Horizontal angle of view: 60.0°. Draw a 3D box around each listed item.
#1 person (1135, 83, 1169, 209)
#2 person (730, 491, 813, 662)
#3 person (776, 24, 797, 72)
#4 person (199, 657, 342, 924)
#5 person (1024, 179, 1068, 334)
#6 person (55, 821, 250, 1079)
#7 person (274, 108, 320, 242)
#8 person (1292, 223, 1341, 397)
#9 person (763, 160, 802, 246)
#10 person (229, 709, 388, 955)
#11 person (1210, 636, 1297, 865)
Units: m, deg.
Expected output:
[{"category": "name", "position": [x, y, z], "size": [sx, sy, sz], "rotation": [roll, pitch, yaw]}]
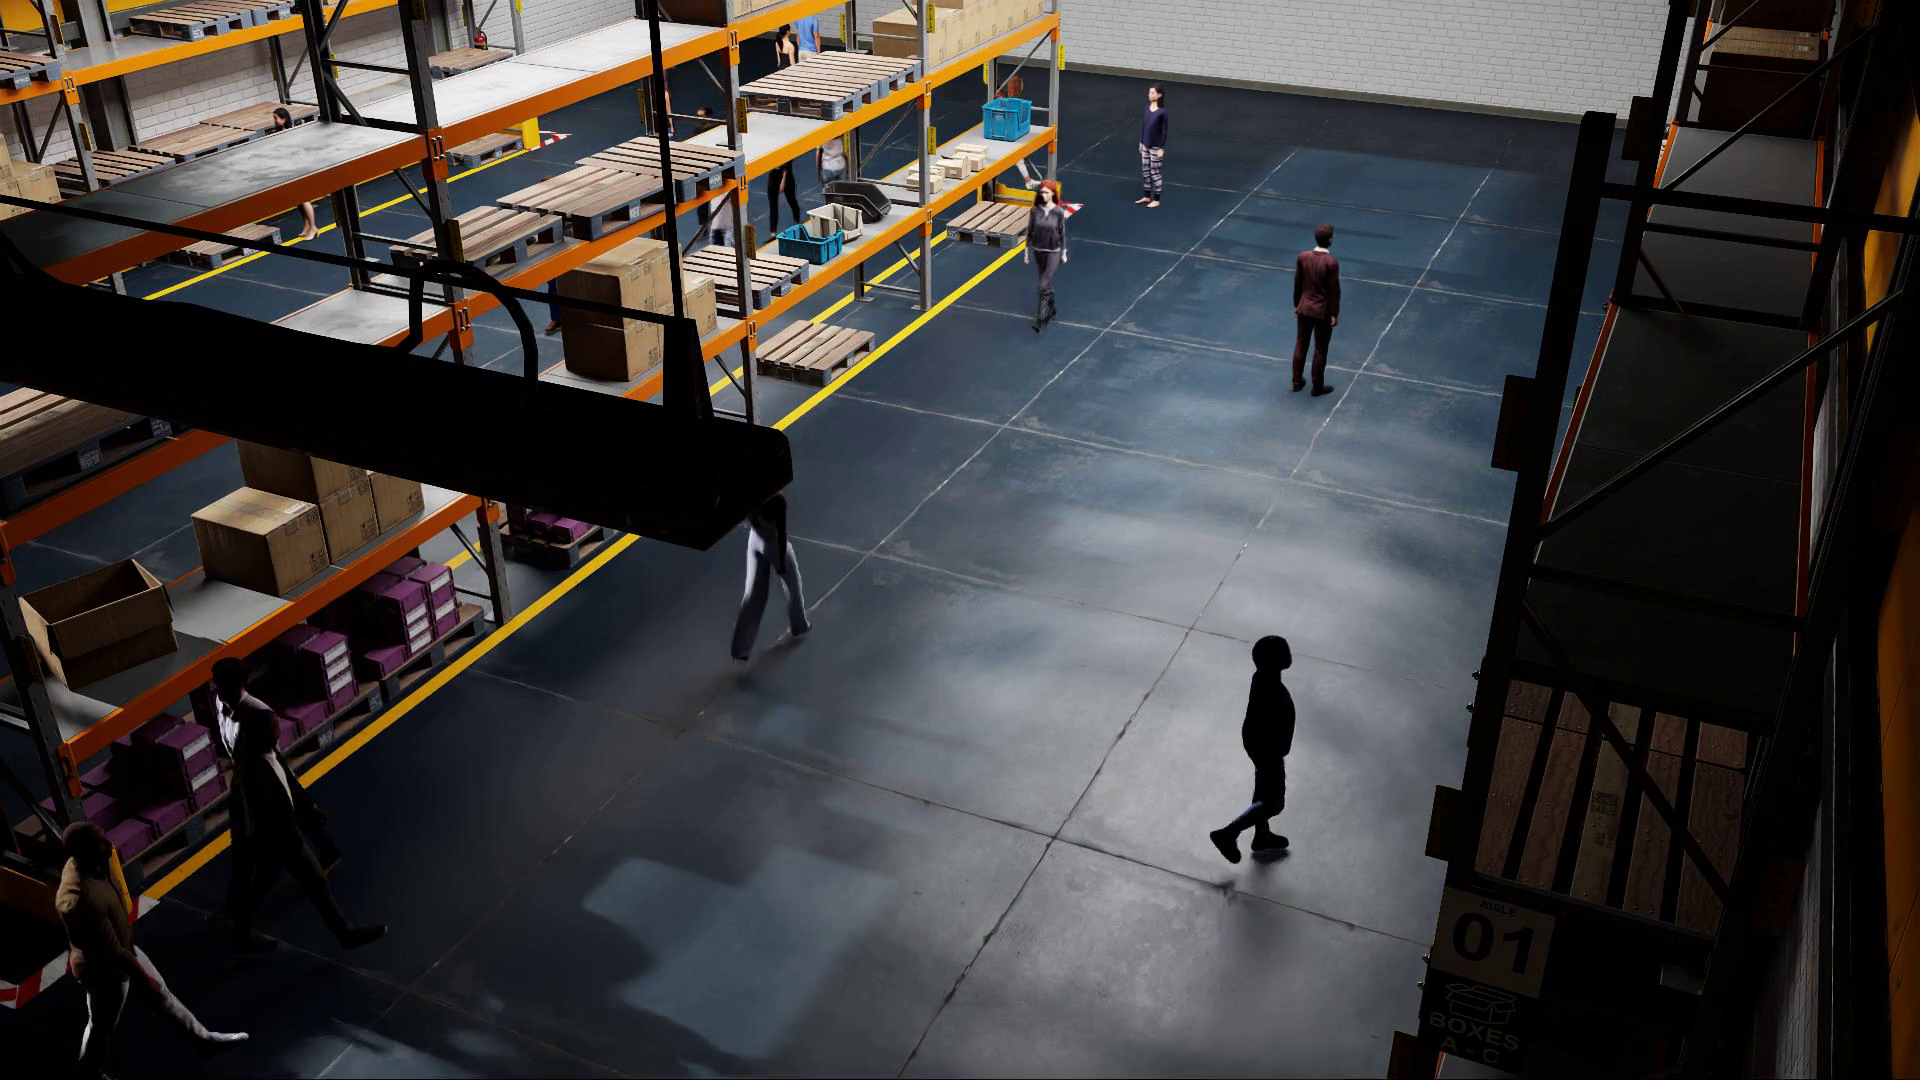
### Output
[{"category": "person", "position": [2.739, -5.588, 23.506], "size": [0.671, 1.733, 0.680], "rotation": [-20, 34, -32]}, {"category": "person", "position": [-1.557, 0.159, 12.960], "size": [0.670, 1.744, 1.120], "rotation": [16, 33, 27]}, {"category": "person", "position": [-2.830, -7.529, 27.074], "size": [0.619, 1.724, 0.618], "rotation": [24, 36, 36]}, {"category": "person", "position": [-4.300, 1.496, 10.450], "size": [0.744, 1.800, 1.196], "rotation": [15, 32, 26]}, {"category": "person", "position": [1.031, -3.326, 19.365], "size": [0.624, 1.728, 1.127], "rotation": [12, 31, 20]}, {"category": "person", "position": [-4.675, 2.311, 8.971], "size": [1.223, 1.786, 1.200], "rotation": [-7, 29, -12]}, {"category": "person", "position": [-8.868, -4.875, 22.162], "size": [0.790, 1.769, 0.771], "rotation": [-20, 34, -32]}, {"category": "person", "position": [3.765, -2.437, 17.591], "size": [0.747, 1.865, 0.706], "rotation": [23, 36, 36]}, {"category": "person", "position": [-2.324, -4.801, 22.144], "size": [0.593, 1.657, 1.136], "rotation": [13, 31, 22]}, {"category": "person", "position": [-4.171, 1.804, 9.933], "size": [1.215, 1.754, 1.118], "rotation": [-11, 30, -19]}, {"category": "person", "position": [1.917, 1.388, 10.769], "size": [0.863, 1.684, 0.853], "rotation": [-1, 29, -2]}]
